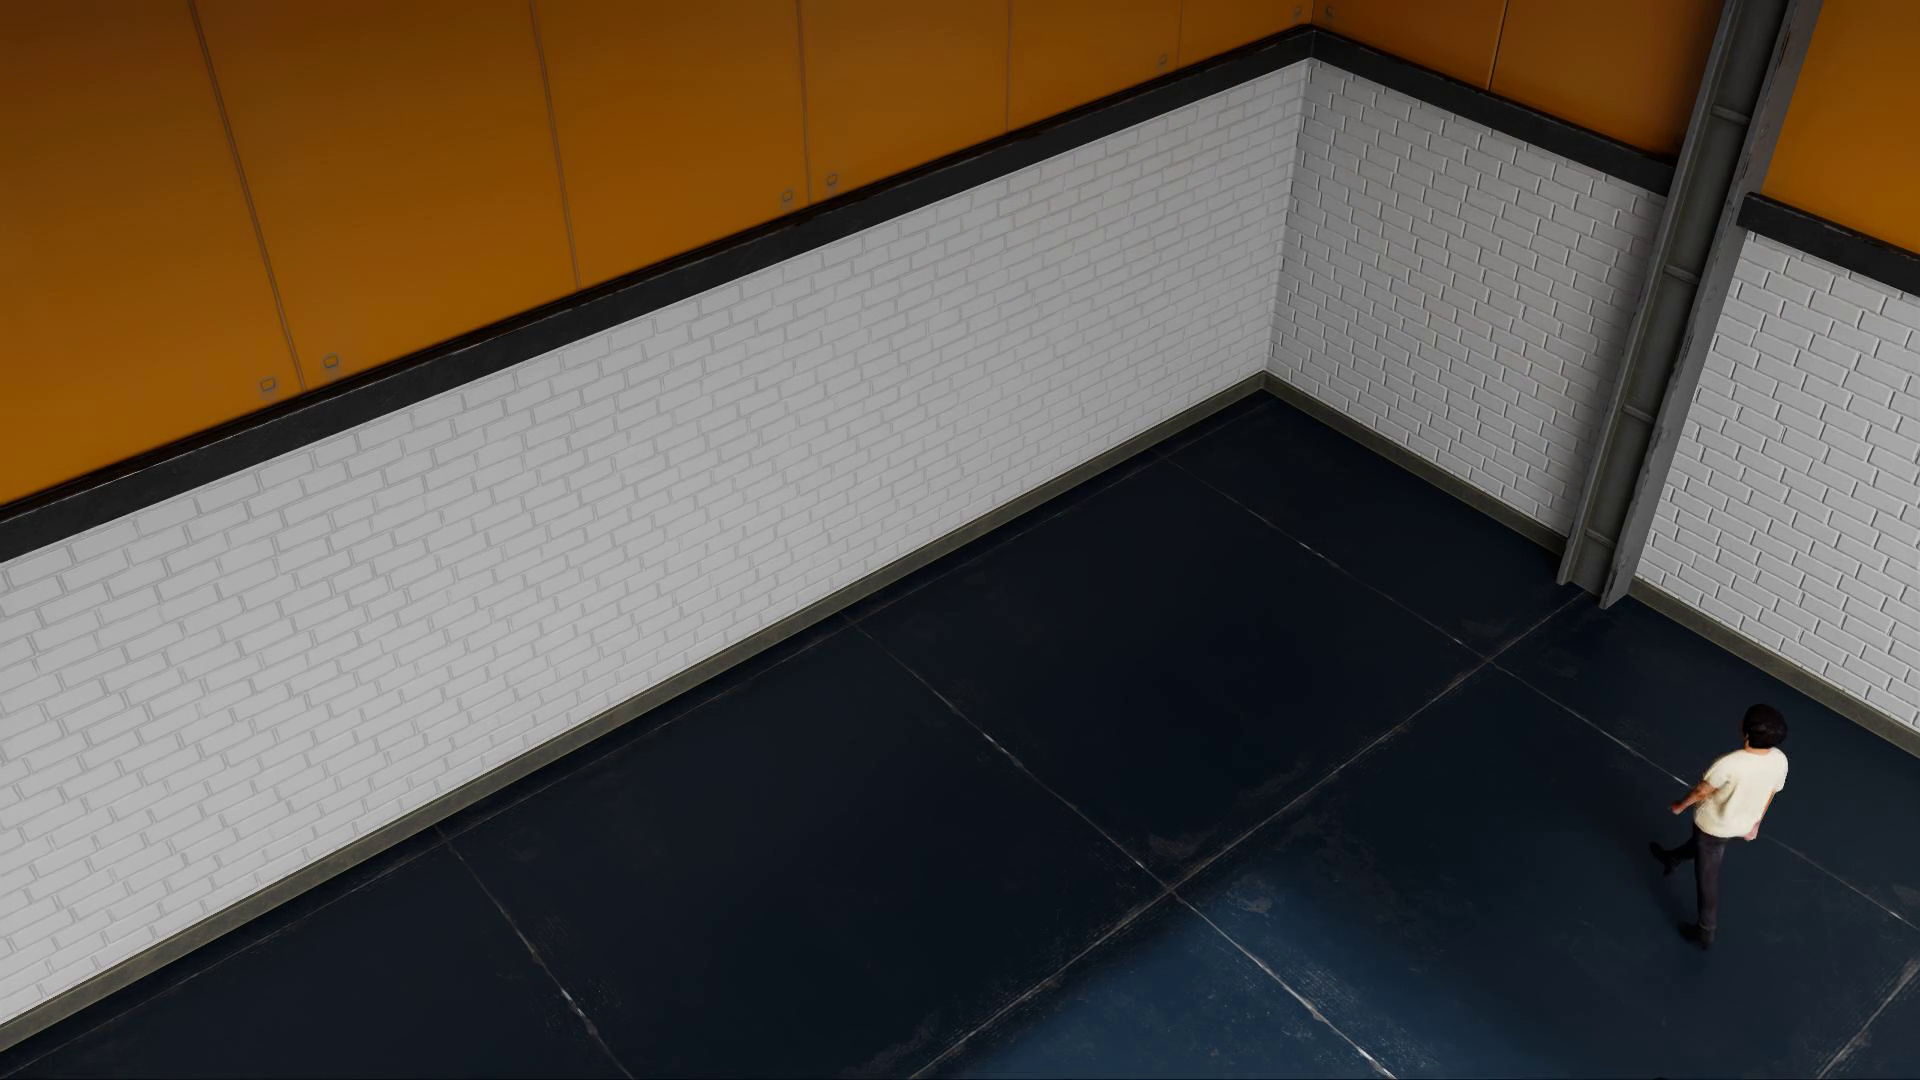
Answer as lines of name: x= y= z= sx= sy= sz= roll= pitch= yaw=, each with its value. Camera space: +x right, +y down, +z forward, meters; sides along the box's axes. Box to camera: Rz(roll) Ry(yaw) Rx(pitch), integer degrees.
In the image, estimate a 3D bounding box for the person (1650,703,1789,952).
person: x=4.082 y=1.555 z=8.804 sx=0.840 sy=1.559 sz=1.042 roll=-11 pitch=40 yaw=-14
